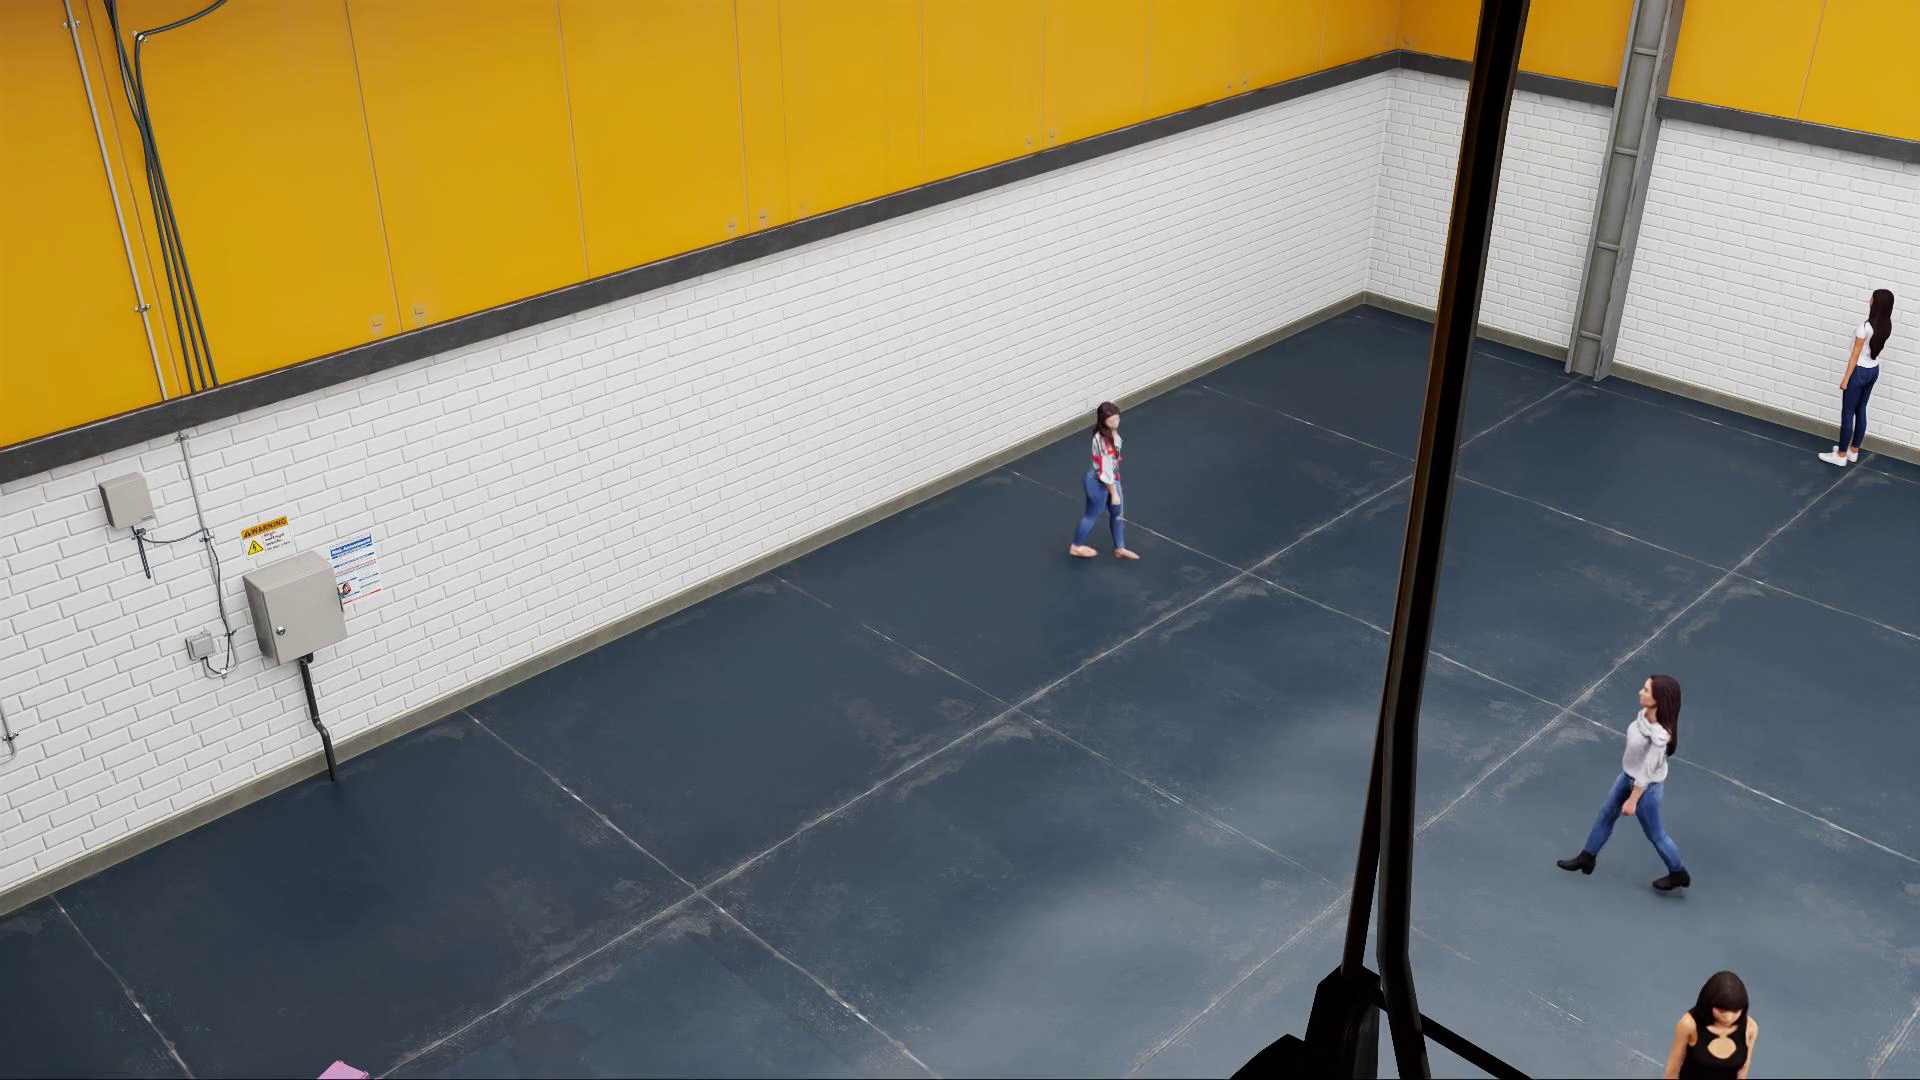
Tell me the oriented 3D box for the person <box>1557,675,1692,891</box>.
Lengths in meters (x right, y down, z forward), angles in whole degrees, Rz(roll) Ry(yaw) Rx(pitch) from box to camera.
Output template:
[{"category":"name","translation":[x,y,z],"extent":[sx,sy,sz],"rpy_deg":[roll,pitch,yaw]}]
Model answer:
[{"category":"person","translation":[4.400,1.578,10.496],"extent":[1.134,1.591,0.956],"rpy_deg":[7,29,12]}]

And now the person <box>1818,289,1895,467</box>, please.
[{"category":"person","translation":[8.733,-1.573,16.083],"extent":[0.626,1.773,0.582],"rpy_deg":[-17,33,-28]}]

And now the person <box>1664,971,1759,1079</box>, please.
[{"category":"person","translation":[3.684,2.727,8.352],"extent":[0.749,1.628,0.807],"rpy_deg":[3,29,6]}]

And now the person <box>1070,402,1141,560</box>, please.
[{"category":"person","translation":[1.169,-0.507,14.348],"extent":[0.977,1.565,0.848],"rpy_deg":[4,29,7]}]
